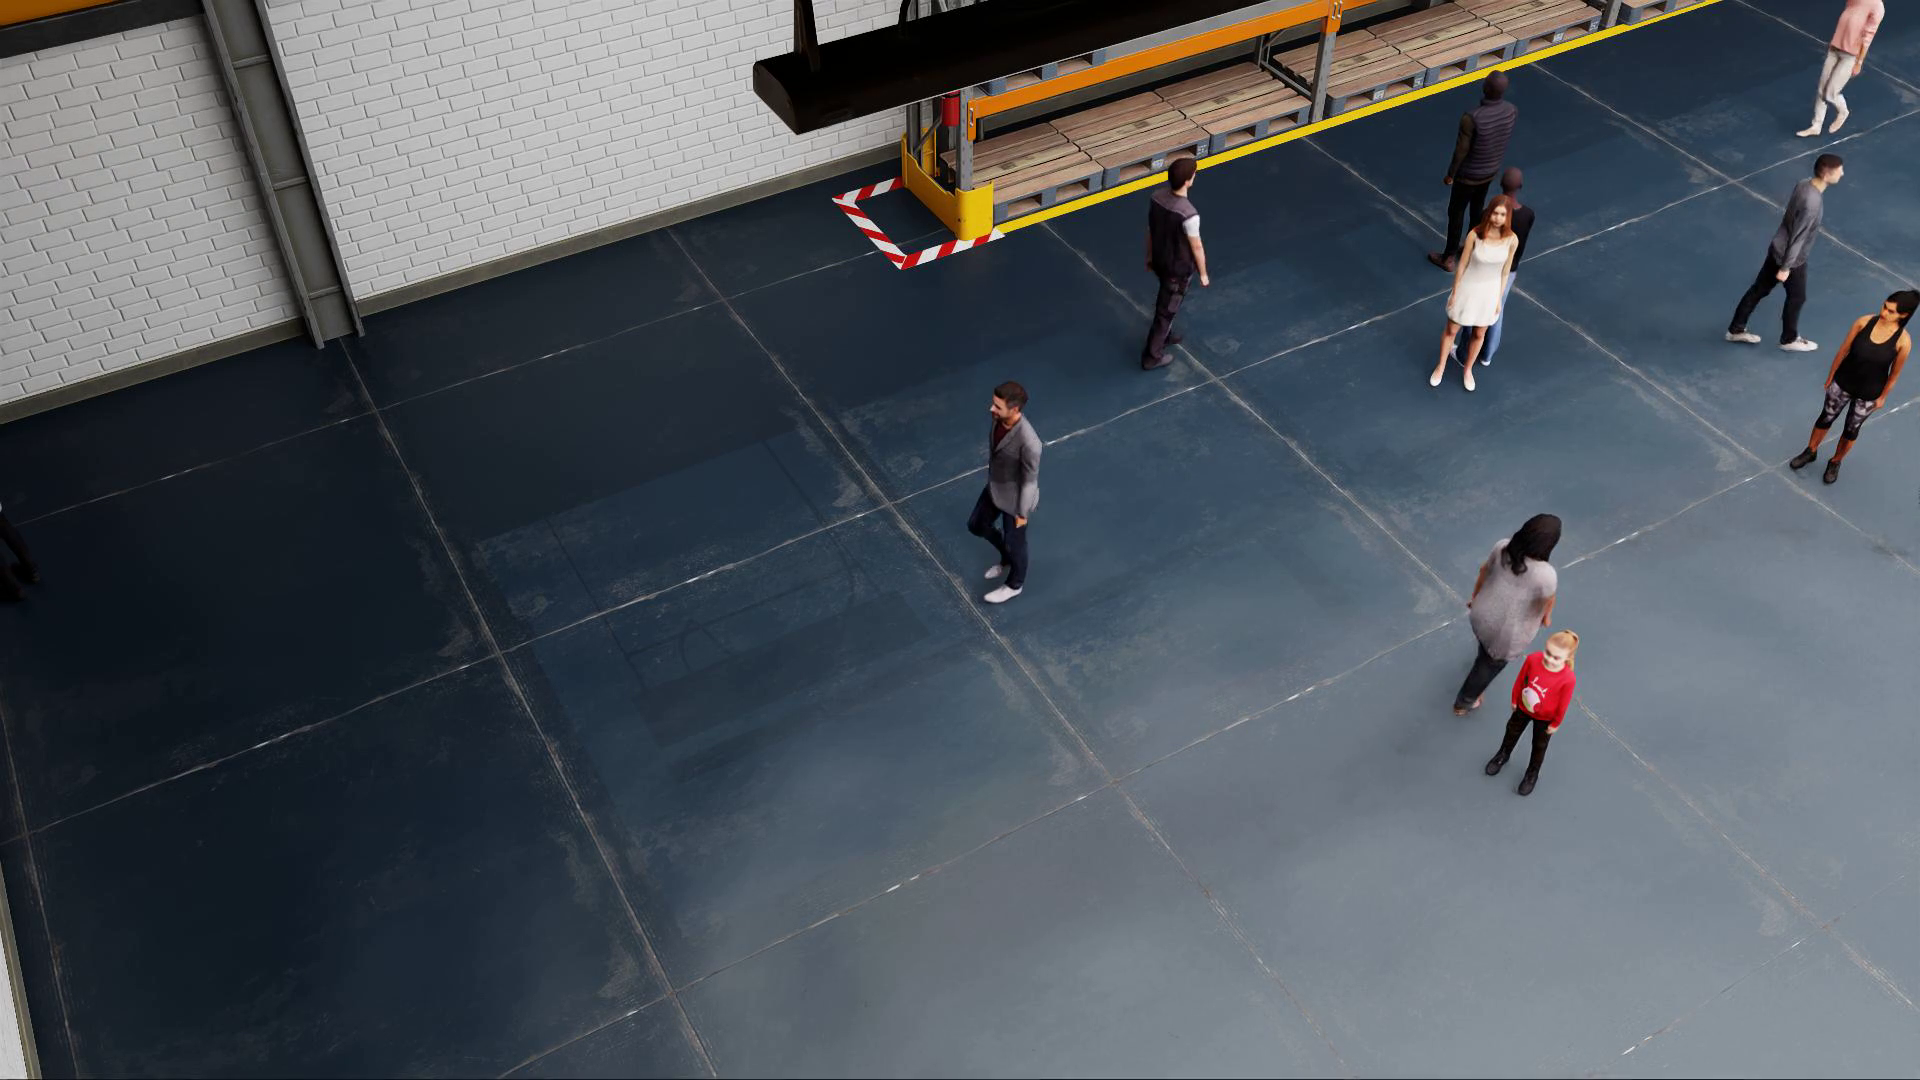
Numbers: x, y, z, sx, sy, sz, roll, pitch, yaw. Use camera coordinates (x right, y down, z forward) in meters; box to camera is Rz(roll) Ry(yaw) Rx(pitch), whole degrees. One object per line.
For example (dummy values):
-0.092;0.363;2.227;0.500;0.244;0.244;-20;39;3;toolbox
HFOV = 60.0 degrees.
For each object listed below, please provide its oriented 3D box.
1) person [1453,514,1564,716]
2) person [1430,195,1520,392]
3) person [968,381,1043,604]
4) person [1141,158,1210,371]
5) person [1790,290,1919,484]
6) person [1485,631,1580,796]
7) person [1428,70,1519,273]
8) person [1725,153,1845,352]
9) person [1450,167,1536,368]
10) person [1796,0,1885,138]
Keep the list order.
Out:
3.362;0.509;10.400;0.875;1.573;0.677;-27;50;-25;person
4.001;-1.922;12.851;0.648;1.712;0.710;10;45;10;person
0.400;-0.342;11.081;0.635;1.865;0.703;-19;47;-19;person
1.574;-2.104;12.958;0.707;1.828;0.654;-20;47;-20;person
6.529;-1.140;12.065;0.629;1.663;0.592;34;53;30;person
3.504;1.015;10.081;0.539;1.280;0.553;32;52;29;person
4.341;-3.111;14.009;0.529;1.836;0.766;-18;46;-18;person
6.488;-2.274;13.199;1.039;1.741;0.952;7;44;7;person
4.180;-2.114;13.028;0.614;1.747;0.733;-3;44;-3;person
8.393;-4.569;15.632;0.745;1.709;0.678;-12;45;-12;person
